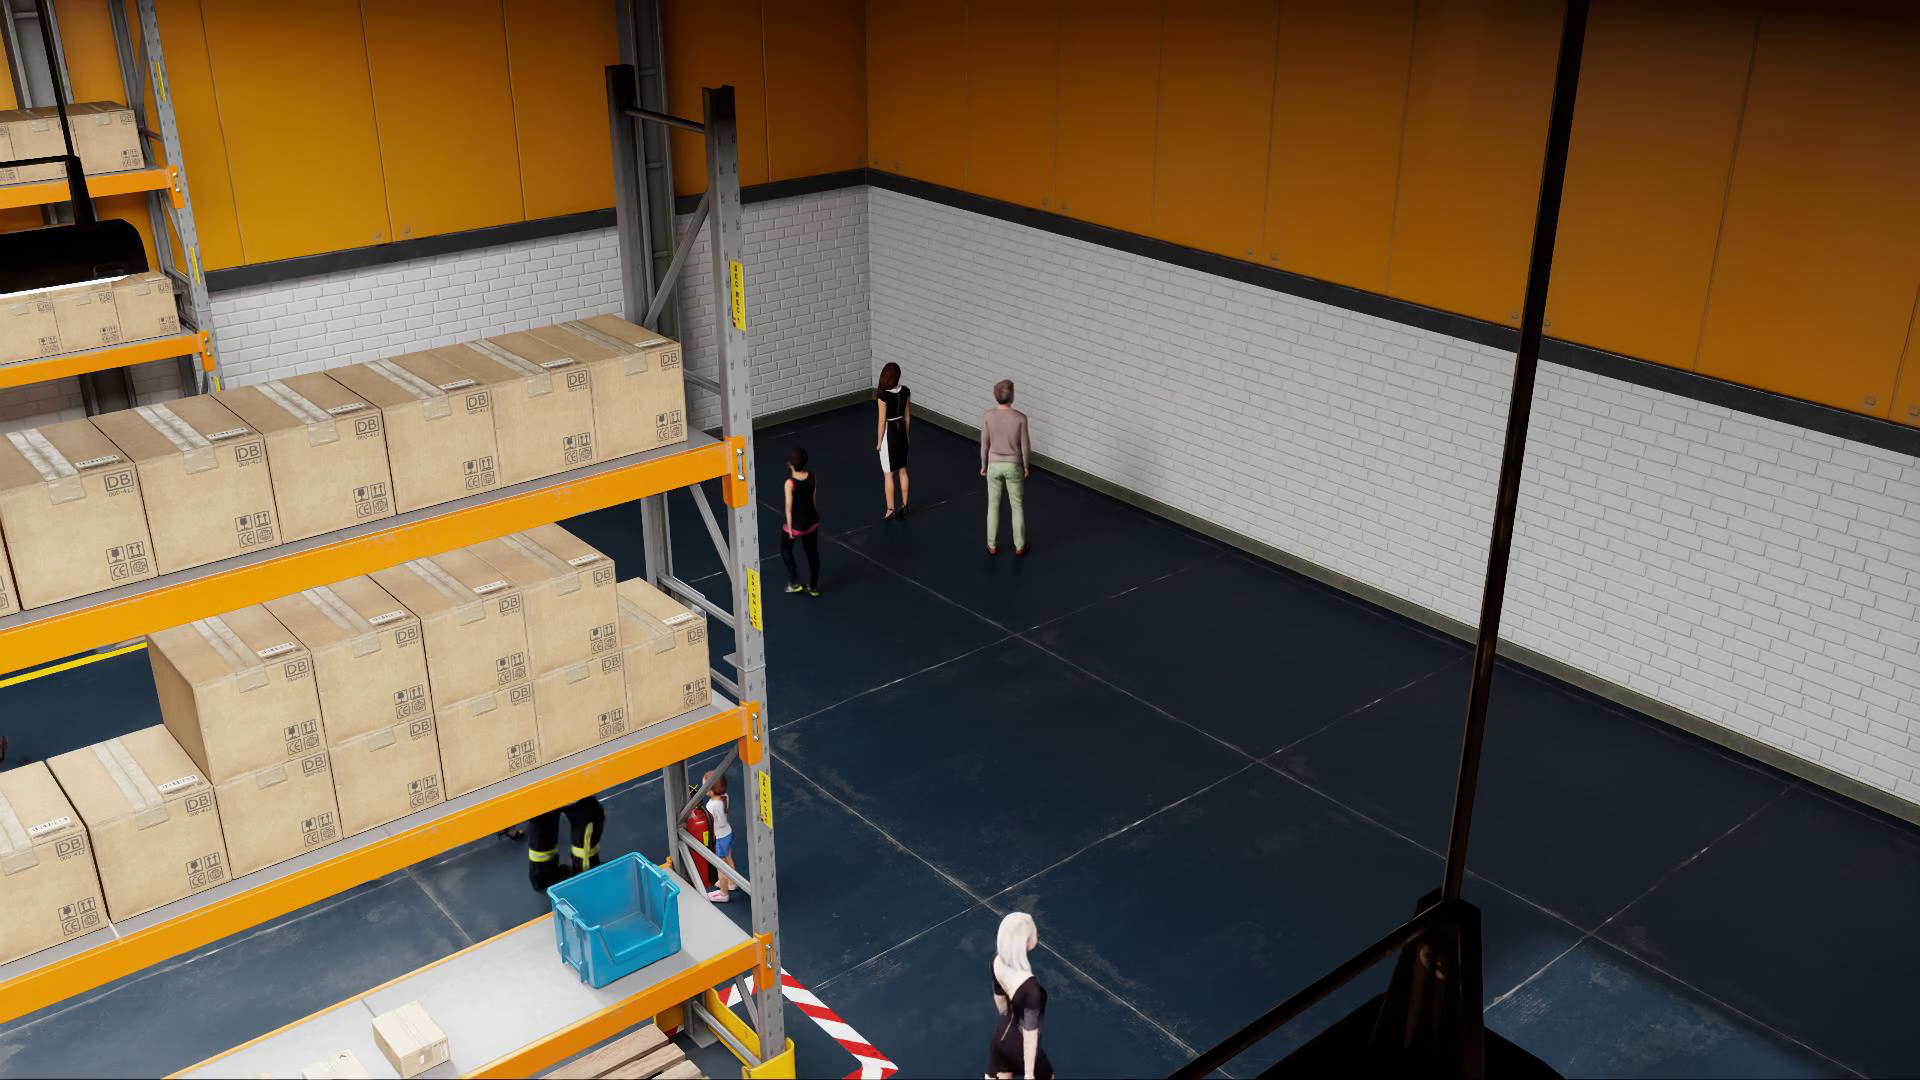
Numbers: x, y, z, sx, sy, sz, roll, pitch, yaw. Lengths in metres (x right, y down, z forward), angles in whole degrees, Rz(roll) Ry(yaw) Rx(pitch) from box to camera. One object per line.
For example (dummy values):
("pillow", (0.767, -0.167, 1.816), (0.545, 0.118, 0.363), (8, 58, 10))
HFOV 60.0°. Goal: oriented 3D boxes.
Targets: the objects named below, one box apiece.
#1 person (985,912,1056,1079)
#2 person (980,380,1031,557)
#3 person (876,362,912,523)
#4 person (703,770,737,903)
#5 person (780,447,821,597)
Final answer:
("person", (0.231, 2.857, 9.083), (1.153, 1.774, 0.631), (-17, 29, -34))
("person", (0.465, -0.734, 17.180), (0.777, 1.869, 0.825), (3, 24, 8))
("person", (-0.715, -1.063, 18.024), (0.411, 1.796, 0.638), (-18, 29, -35))
("person", (-1.703, 2.086, 11.790), (0.535, 1.018, 0.458), (6, 24, 14))
("person", (-1.502, -0.156, 16.266), (0.508, 1.540, 0.621), (-16, 28, -33))
